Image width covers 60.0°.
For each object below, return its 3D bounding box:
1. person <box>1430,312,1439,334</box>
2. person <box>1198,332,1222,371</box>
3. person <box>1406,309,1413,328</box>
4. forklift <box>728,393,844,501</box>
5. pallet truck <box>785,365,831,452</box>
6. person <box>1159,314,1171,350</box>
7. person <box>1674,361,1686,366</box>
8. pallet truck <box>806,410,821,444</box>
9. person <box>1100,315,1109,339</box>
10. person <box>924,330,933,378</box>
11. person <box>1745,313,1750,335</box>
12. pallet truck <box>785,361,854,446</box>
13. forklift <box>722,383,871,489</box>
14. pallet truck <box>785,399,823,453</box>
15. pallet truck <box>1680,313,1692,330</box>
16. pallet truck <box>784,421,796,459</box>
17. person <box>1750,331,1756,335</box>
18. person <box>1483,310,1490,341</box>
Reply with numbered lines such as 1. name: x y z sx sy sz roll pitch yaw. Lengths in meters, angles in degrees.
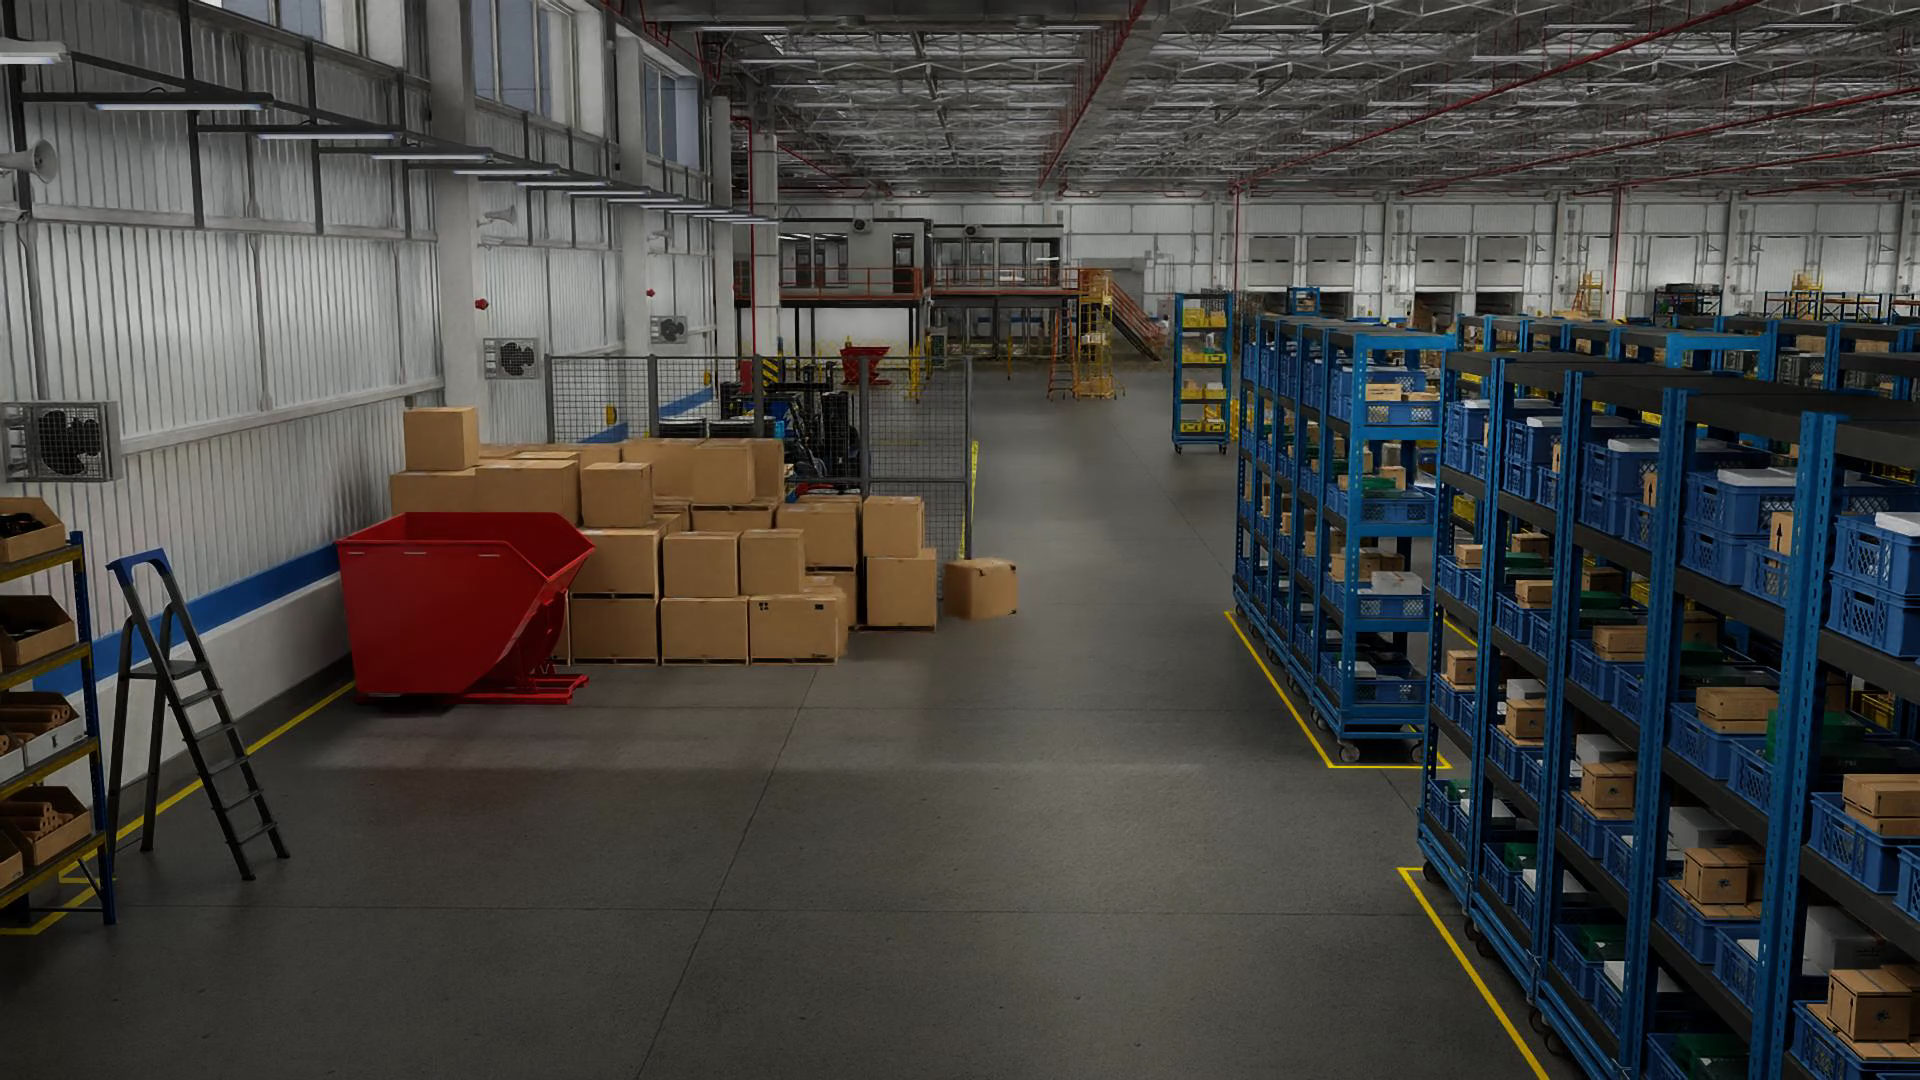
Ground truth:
1. person: 26.084 -11.554 91.029 0.877 1.832 0.569 -2 9 -13
2. person: 10.248 -7.818 67.886 0.937 1.883 0.594 4 10 21
3. person: 25.504 -12.159 94.540 0.390 1.918 0.586 9 13 43
4. forklift: -2.979 -1.316 26.476 2.680 1.987 1.157 0 9 1
5. pallet truck: -3.774 -2.976 37.635 1.885 1.965 0.823 1 9 5
6. person: 10.619 -10.784 86.289 0.588 1.859 0.907 -7 12 -38
7. person: 17.025 -3.303 39.522 0.392 2.039 0.614 -2 9 -9
8. pallet truck: -3.559 -2.018 33.905 1.522 1.261 0.704 0 9 -1
9. person: 8.462 -12.661 97.918 0.463 1.831 0.641 0 9 1
10. person: -1.226 -7.153 63.872 0.327 1.843 0.516 3 10 20
11. person: 41.191 -10.960 87.282 0.648 1.889 1.049 2 9 11
12. pallet truck: -3.410 -3.193 38.978 1.885 1.965 0.823 0 9 -1
13. forklift: -2.893 -1.687 28.729 2.680 1.987 1.157 0 9 -1
14. pallet truck: -3.814 -2.432 36.419 1.630 1.274 0.653 0 9 1
15. pallet truck: 36.315 -10.531 84.244 0.823 1.965 1.885 -6 11 -33
16. pallet truck: -4.013 -1.793 32.705 1.601 1.201 0.680 0 9 1
17. person: 30.224 -7.113 63.703 0.967 1.831 0.564 1 9 4
18. person: 30.733 -12.507 96.910 0.430 1.844 0.624 -1 9 -9
